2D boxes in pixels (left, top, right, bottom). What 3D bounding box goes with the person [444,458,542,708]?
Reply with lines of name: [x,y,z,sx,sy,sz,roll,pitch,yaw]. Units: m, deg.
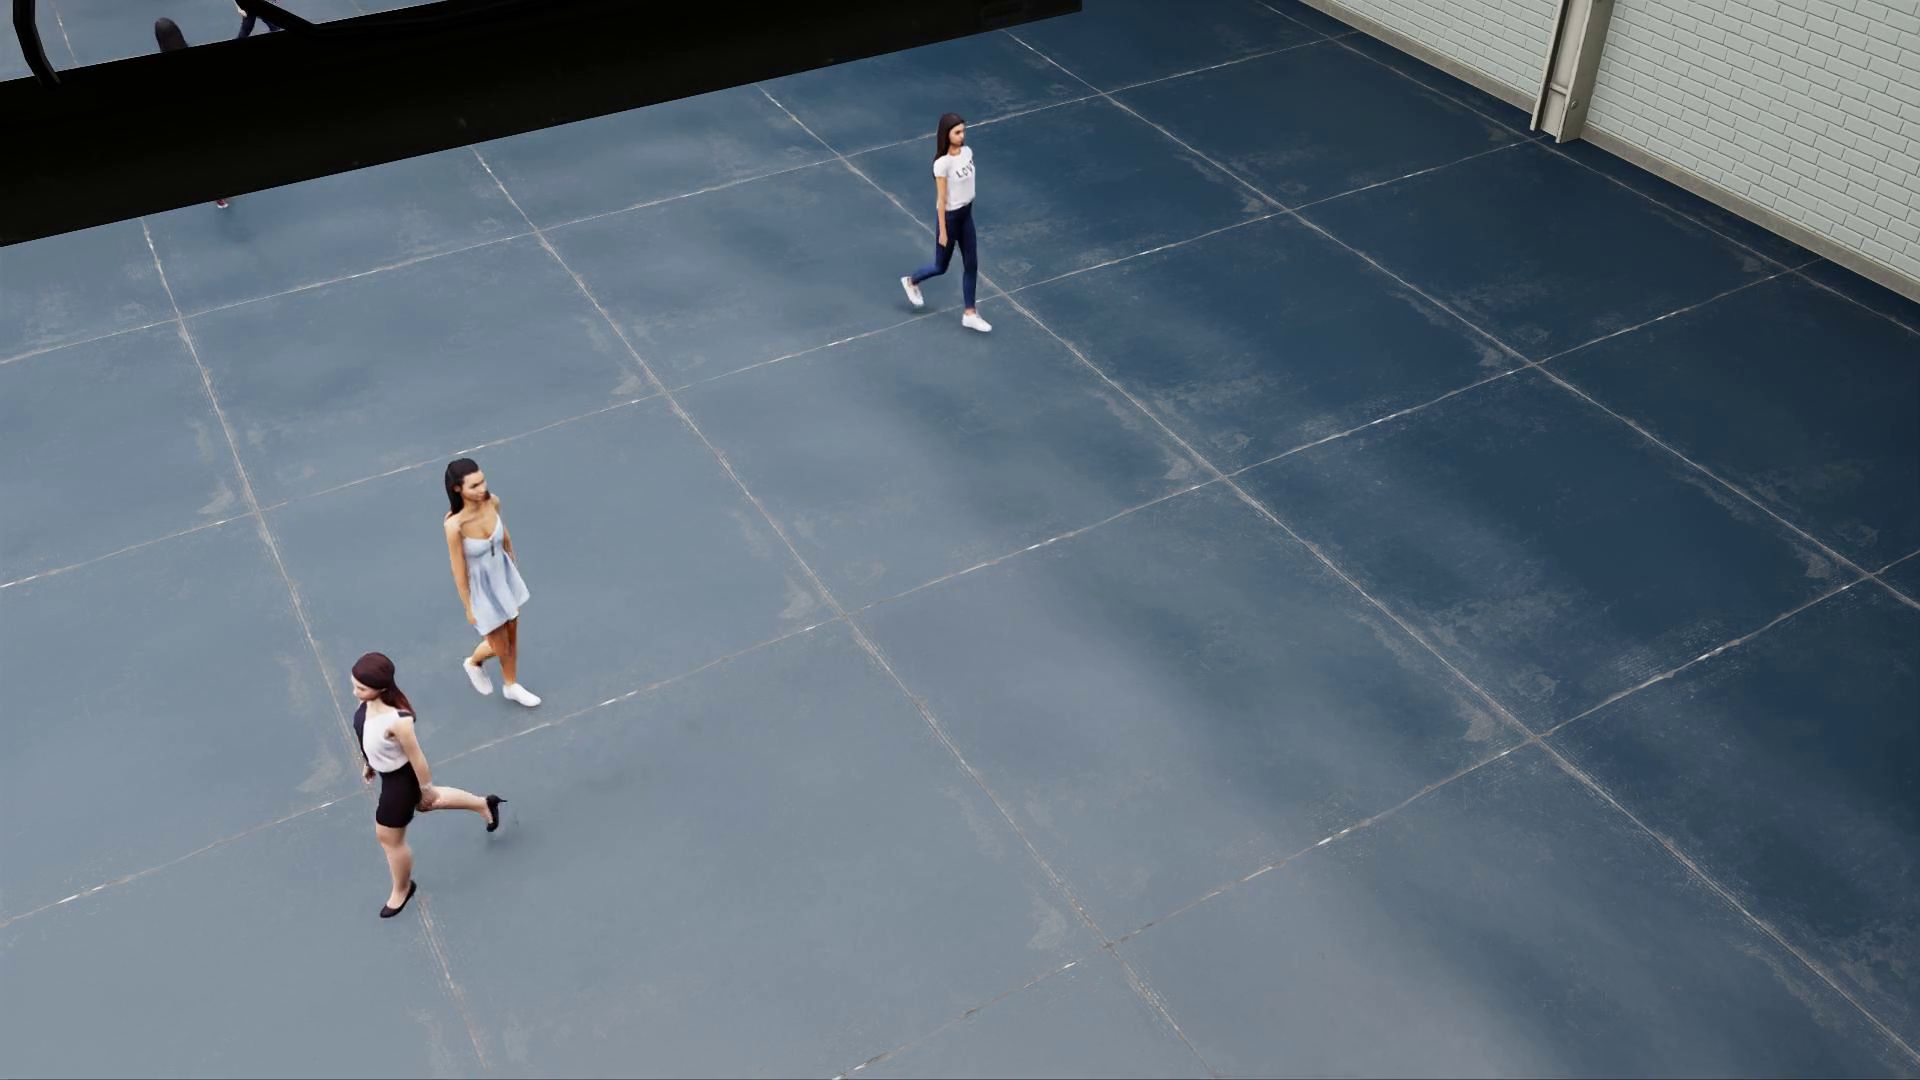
person: [-2.753,0.247,9.469,0.855,1.723,0.788,17,41,21]

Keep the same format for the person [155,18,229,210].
person: [-6.653,-3.671,14.473,0.617,1.728,0.617,-18,41,-21]

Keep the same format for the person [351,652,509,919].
person: [-2.745,1.159,8.390,0.784,1.616,1.046,-30,47,-33]

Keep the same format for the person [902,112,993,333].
person: [-0.124,-2.473,12.927,1.163,1.746,0.897,24,44,28]
